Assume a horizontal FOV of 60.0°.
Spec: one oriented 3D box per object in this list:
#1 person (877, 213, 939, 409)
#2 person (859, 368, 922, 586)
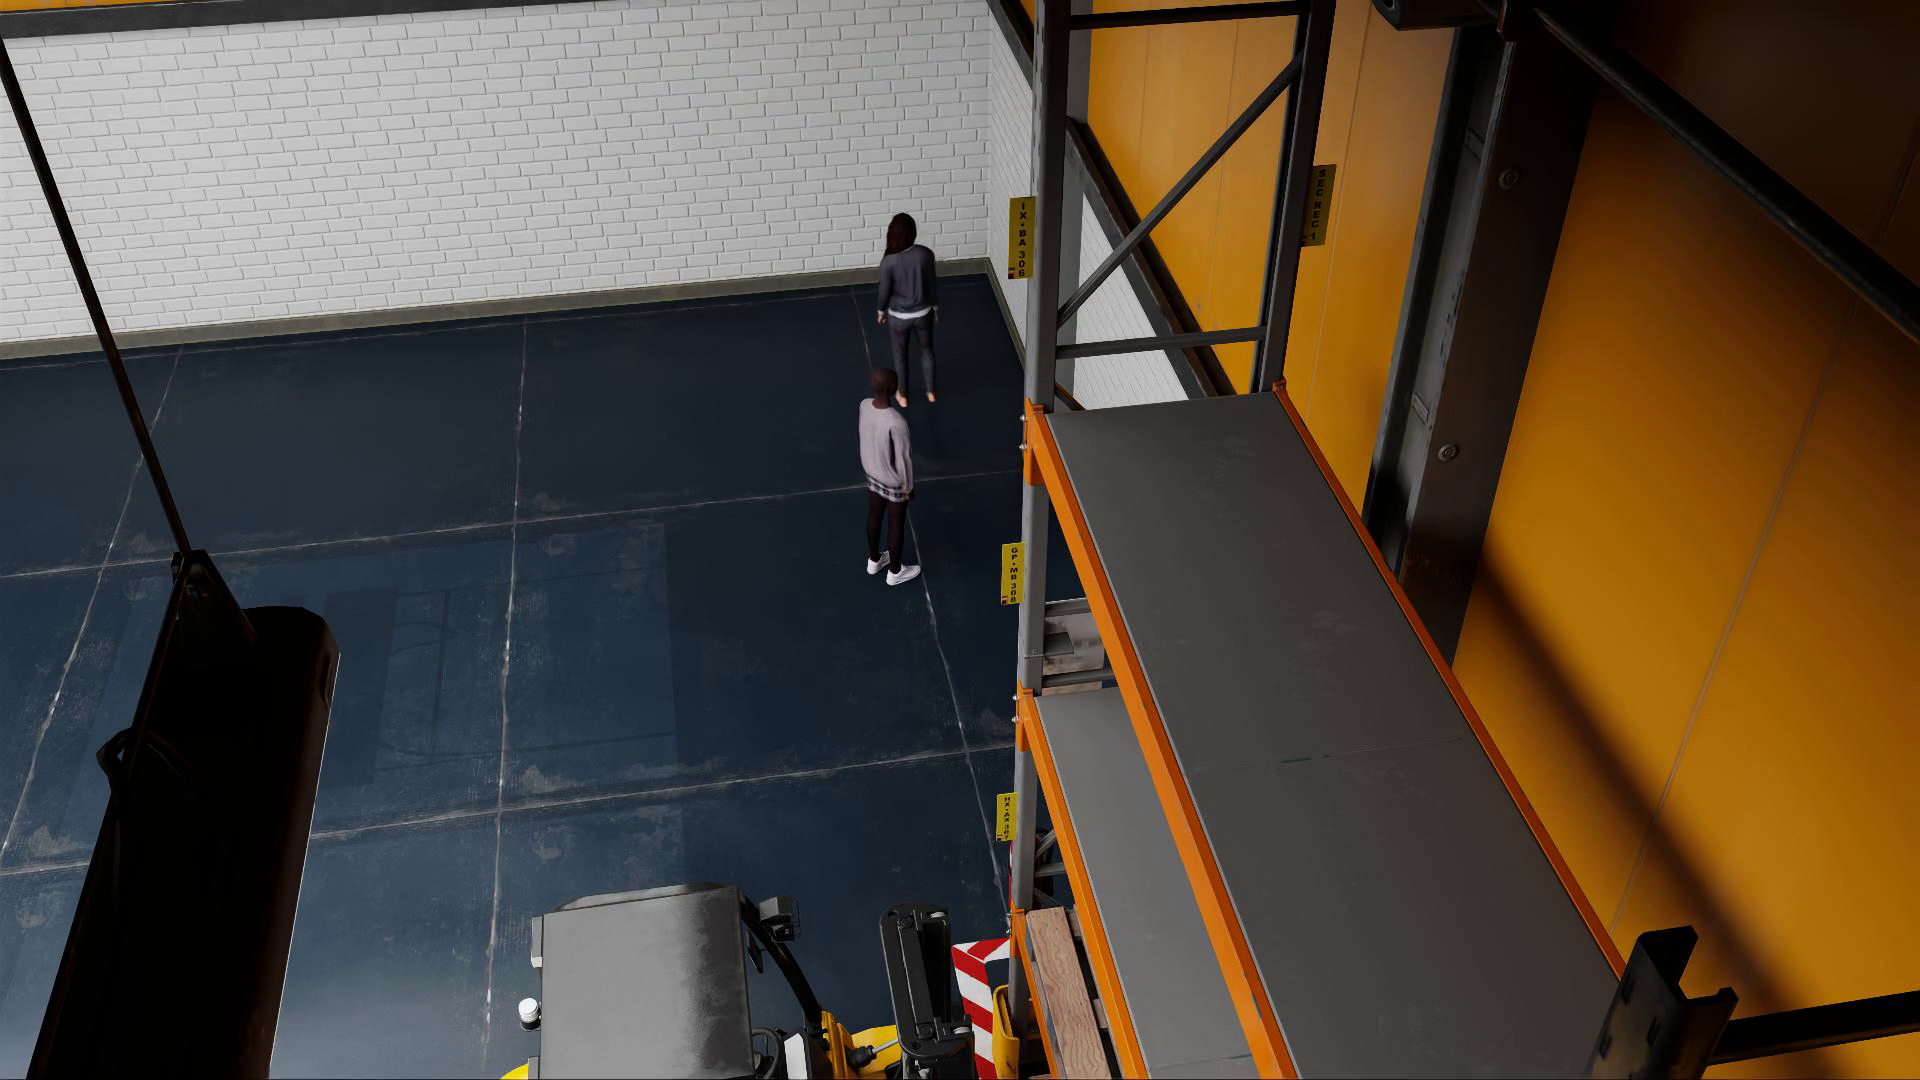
[{"bbox_3d":[-0.390,-1.821,13.503,0.681,1.767,0.640,-11,40,-14],"label":"person"},{"bbox_3d":[-0.531,-0.464,11.800,0.653,1.771,0.753,31,48,33],"label":"person"}]
